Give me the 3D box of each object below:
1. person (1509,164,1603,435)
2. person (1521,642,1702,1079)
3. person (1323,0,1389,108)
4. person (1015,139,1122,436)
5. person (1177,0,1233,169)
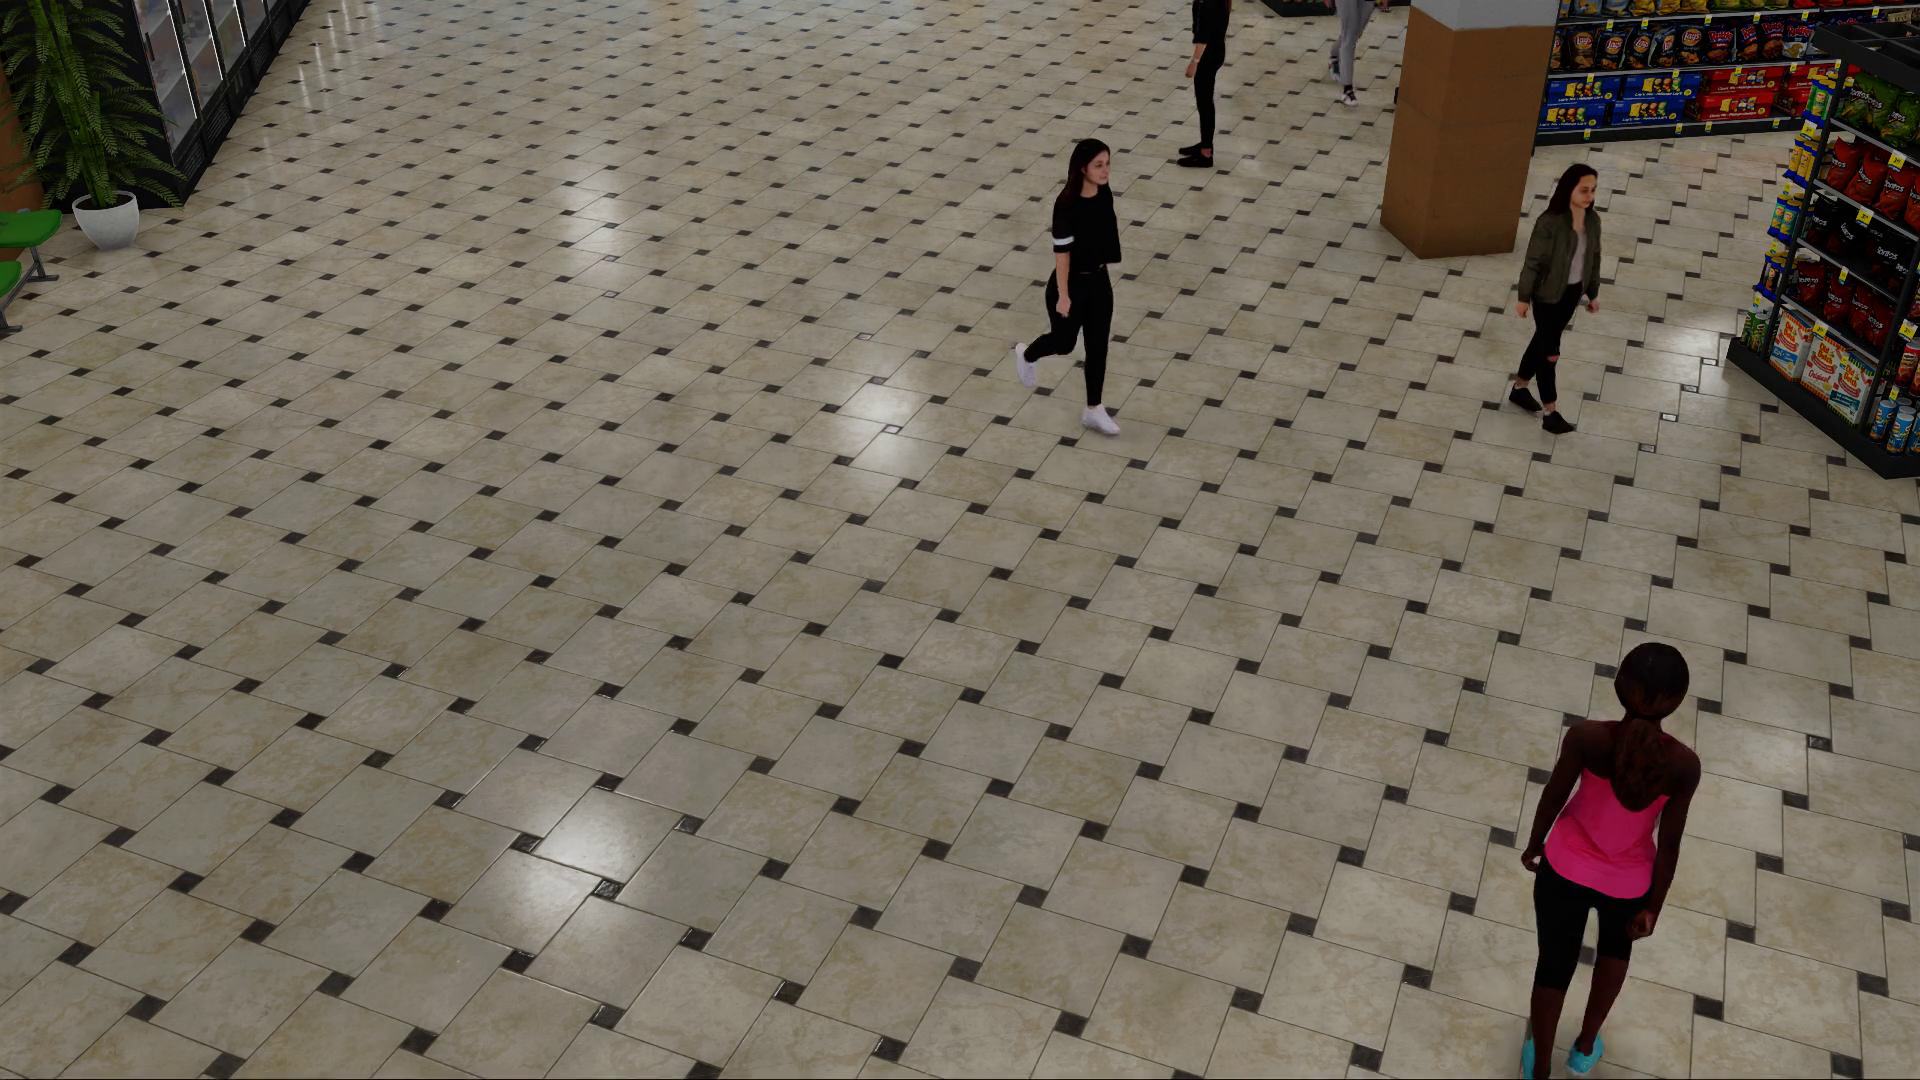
[{"bbox_3d":[3.229,-1.368,9.158,0.830,1.459,0.785,-14,34,-21],"label":"person"},{"bbox_3d":[1.900,1.076,4.991,0.682,1.712,0.748,10,33,16],"label":"person"},{"bbox_3d":[3.329,-4.717,14.114,1.157,1.910,0.764,-5,32,-8],"label":"person"},{"bbox_3d":[0.597,-1.389,9.041,1.046,1.620,1.002,-27,41,-36],"label":"person"},{"bbox_3d":[1.939,-3.695,12.665,0.705,1.705,0.716,8,33,12],"label":"person"}]
